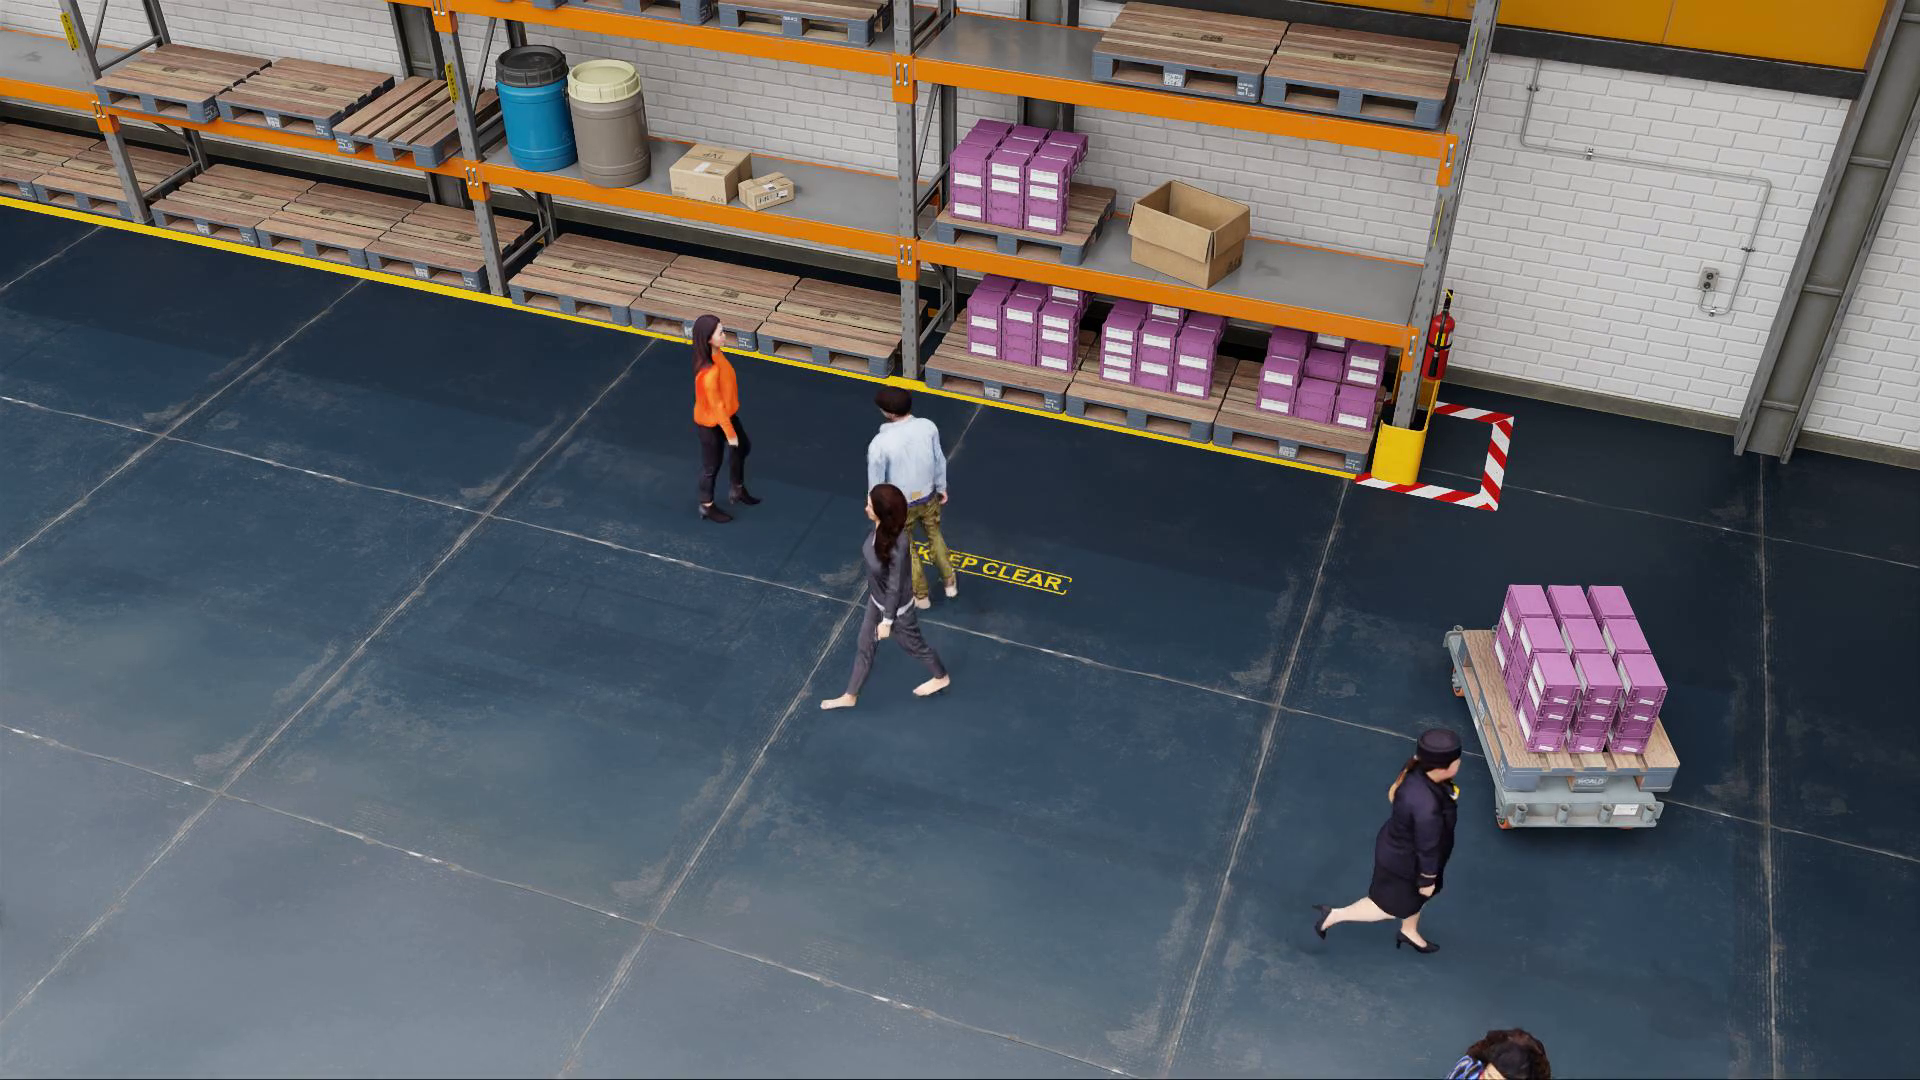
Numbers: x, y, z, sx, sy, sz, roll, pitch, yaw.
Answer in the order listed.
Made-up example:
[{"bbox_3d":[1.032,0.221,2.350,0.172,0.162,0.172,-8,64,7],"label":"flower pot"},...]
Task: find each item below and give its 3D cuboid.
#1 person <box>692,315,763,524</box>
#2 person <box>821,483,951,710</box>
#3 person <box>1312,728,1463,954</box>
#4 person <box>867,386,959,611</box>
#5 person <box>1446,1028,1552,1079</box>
[{"bbox_3d":[-1.836,-0.848,11.921,0.771,1.736,0.727,2,39,2],"label":"person"},{"bbox_3d":[-0.348,0.374,10.401,1.161,1.723,1.091,-16,41,-19],"label":"person"},{"bbox_3d":[2.324,1.667,8.840,0.988,1.651,0.755,8,39,10],"label":"person"},{"bbox_3d":[-0.305,-0.273,11.157,0.897,1.790,0.900,-13,40,-16],"label":"person"},{"bbox_3d":[2.375,2.713,7.576,0.955,1.594,0.999,-29,47,-31],"label":"person"}]
